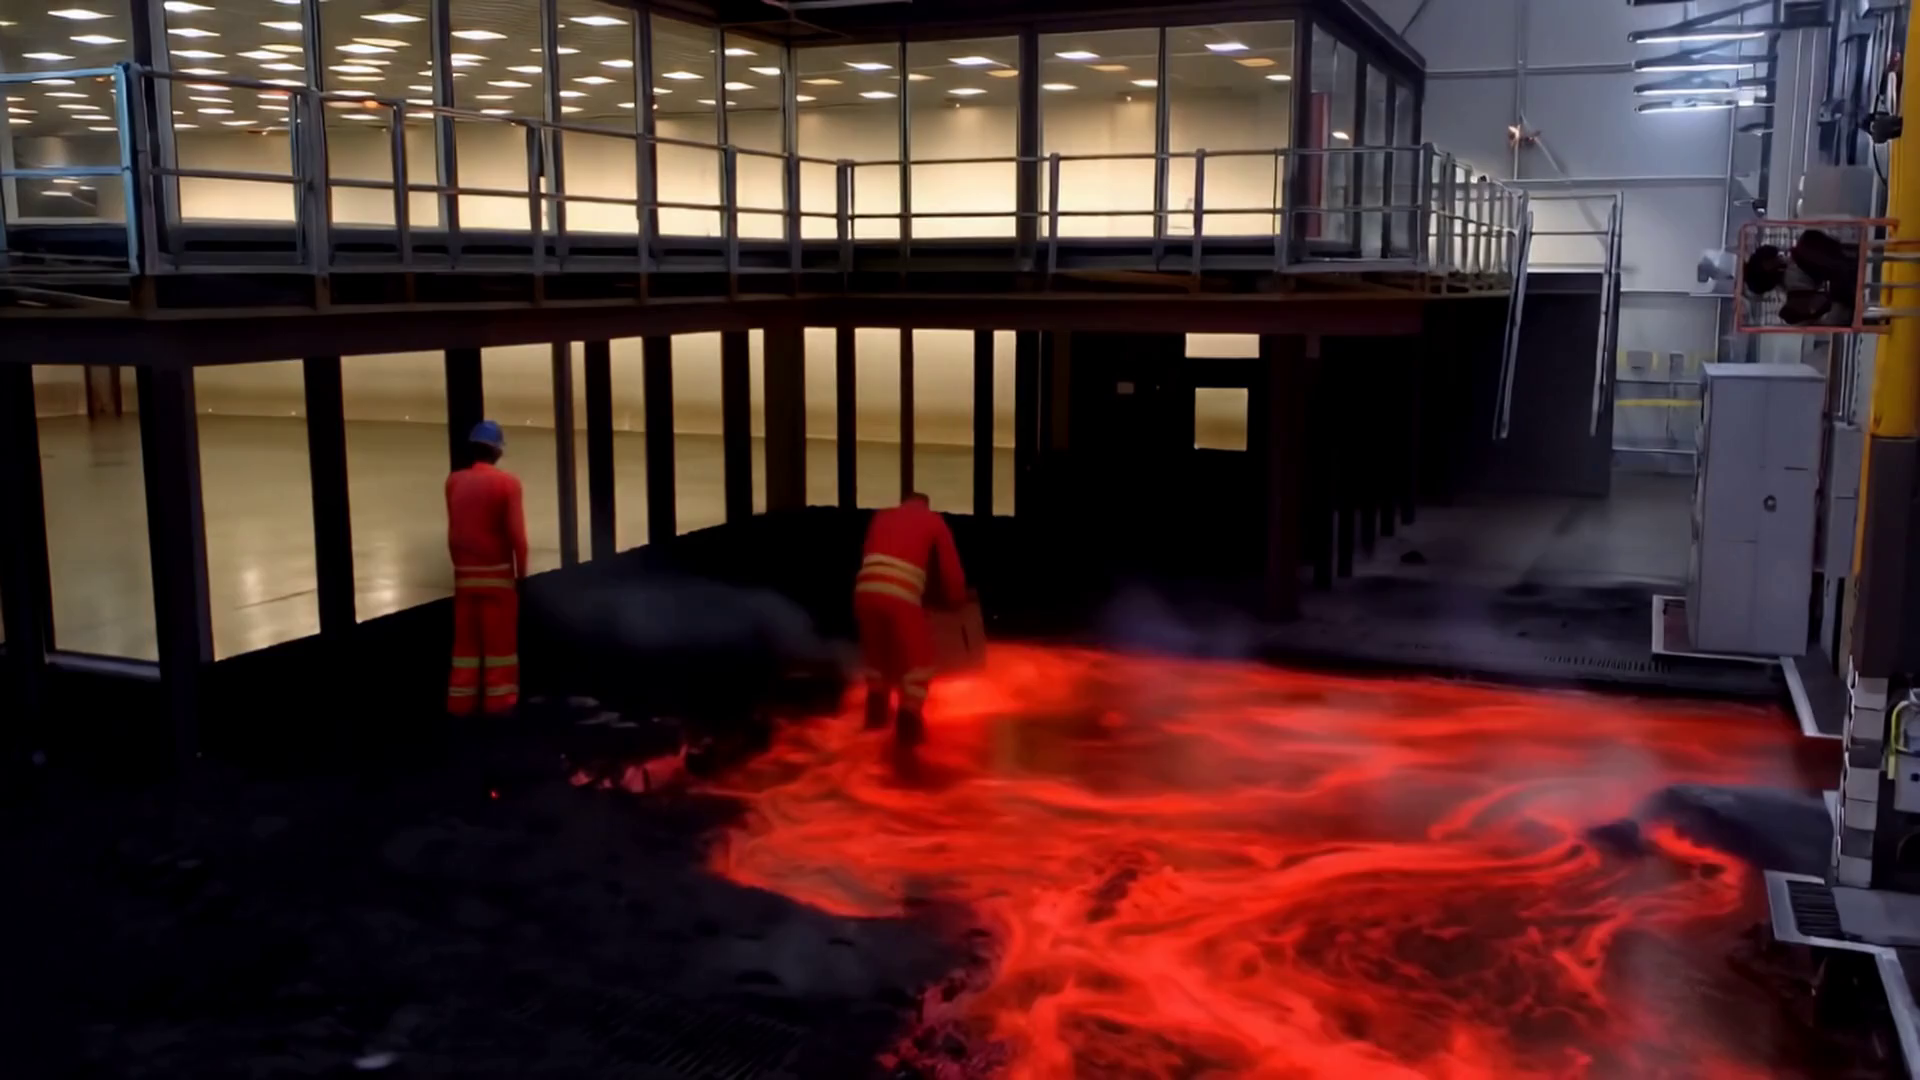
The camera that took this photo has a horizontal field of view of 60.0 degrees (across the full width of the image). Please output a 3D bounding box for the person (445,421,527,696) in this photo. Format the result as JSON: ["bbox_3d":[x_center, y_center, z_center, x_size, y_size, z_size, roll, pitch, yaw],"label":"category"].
[{"bbox_3d":[-3.403,0.134,12.018,0.607,1.986,0.398,2,9,11],"label":"person"}]
